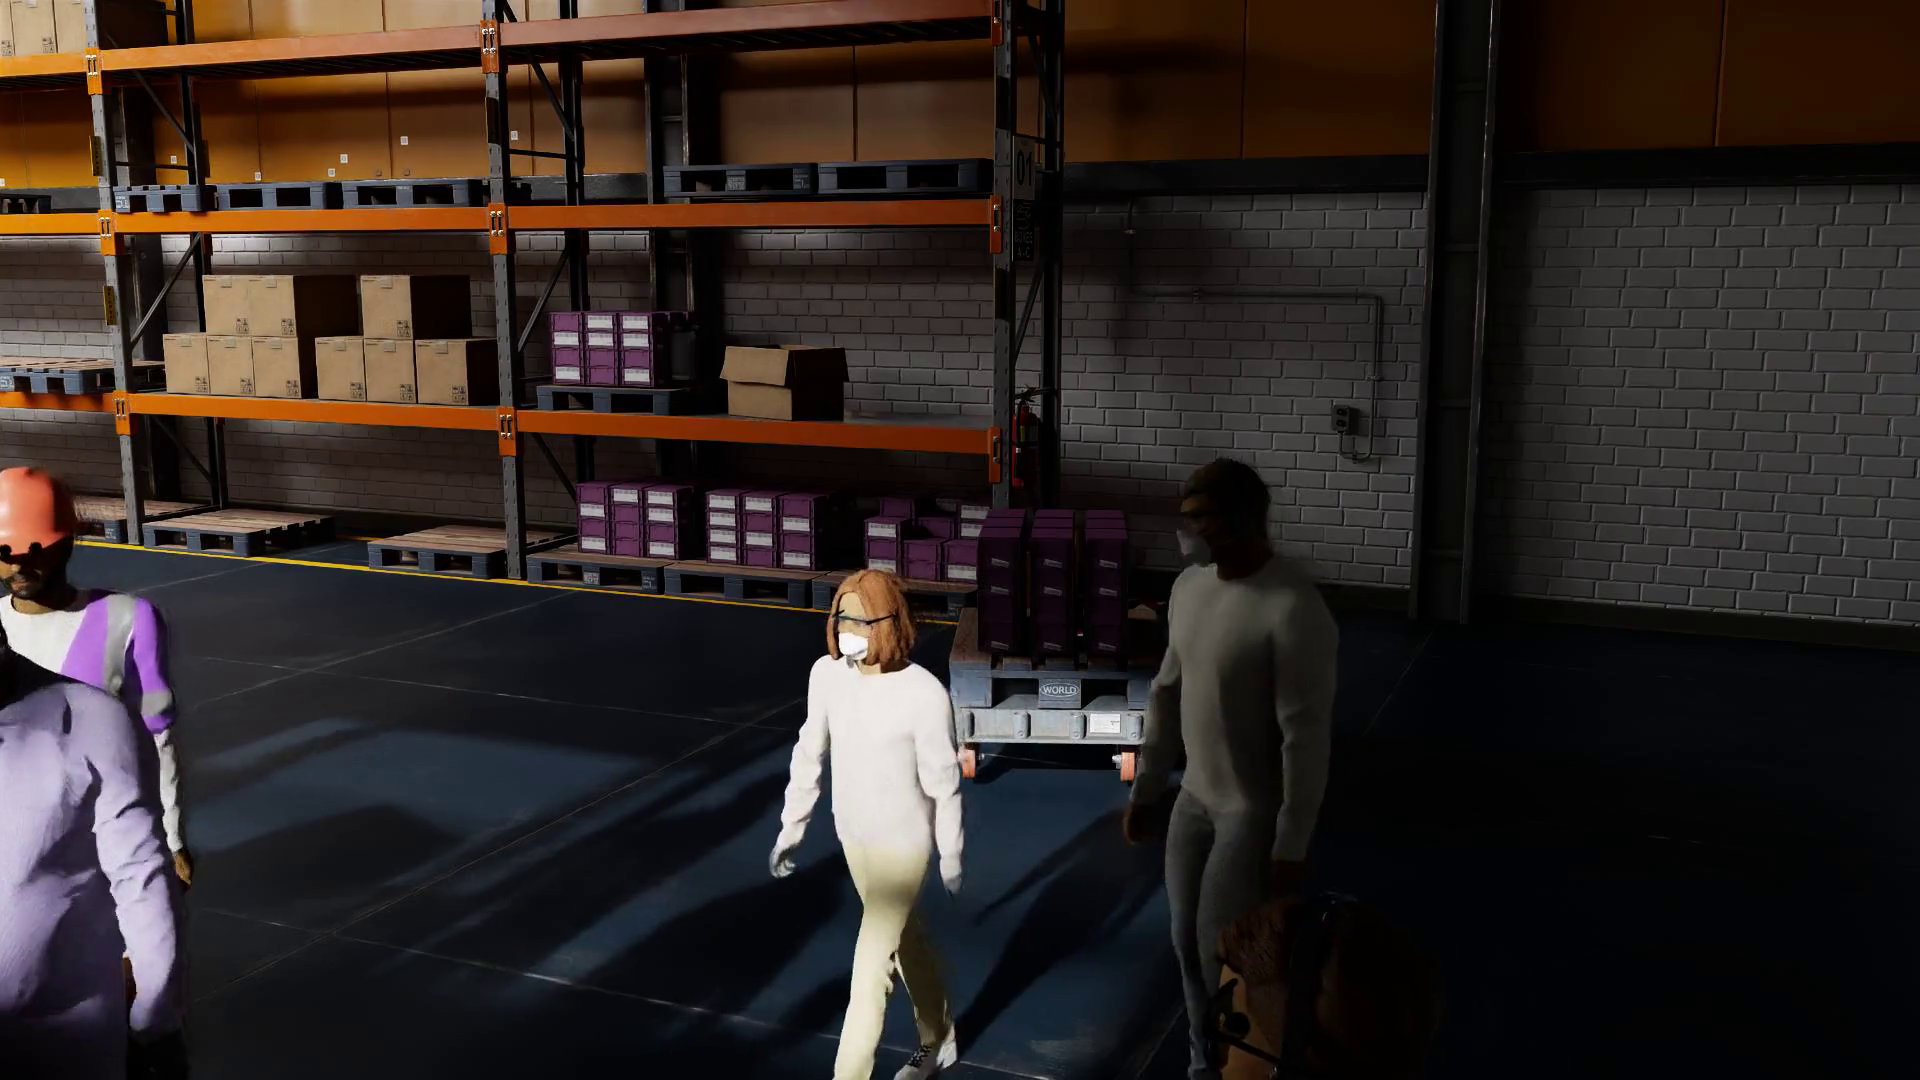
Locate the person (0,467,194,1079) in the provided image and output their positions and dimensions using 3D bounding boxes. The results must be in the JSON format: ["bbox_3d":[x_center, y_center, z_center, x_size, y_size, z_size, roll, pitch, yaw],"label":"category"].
[{"bbox_3d":[-2.271,0.767,4.228,0.562,1.919,0.407,-3,10,-16],"label":"person"}]

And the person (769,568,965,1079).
[{"bbox_3d":[-0.254,0.864,4.644,0.509,1.588,0.843,9,13,43],"label":"person"}]

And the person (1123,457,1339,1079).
[{"bbox_3d":[0.733,0.738,4.465,0.422,1.912,0.653,-4,10,-23],"label":"person"}]

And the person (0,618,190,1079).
[{"bbox_3d":[-1.859,0.961,3.234,0.661,1.863,0.781,-4,10,-22],"label":"person"}]

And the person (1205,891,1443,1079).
[{"bbox_3d":[0.463,1.245,1.790,0.989,1.801,0.509,7,12,37],"label":"person"}]
